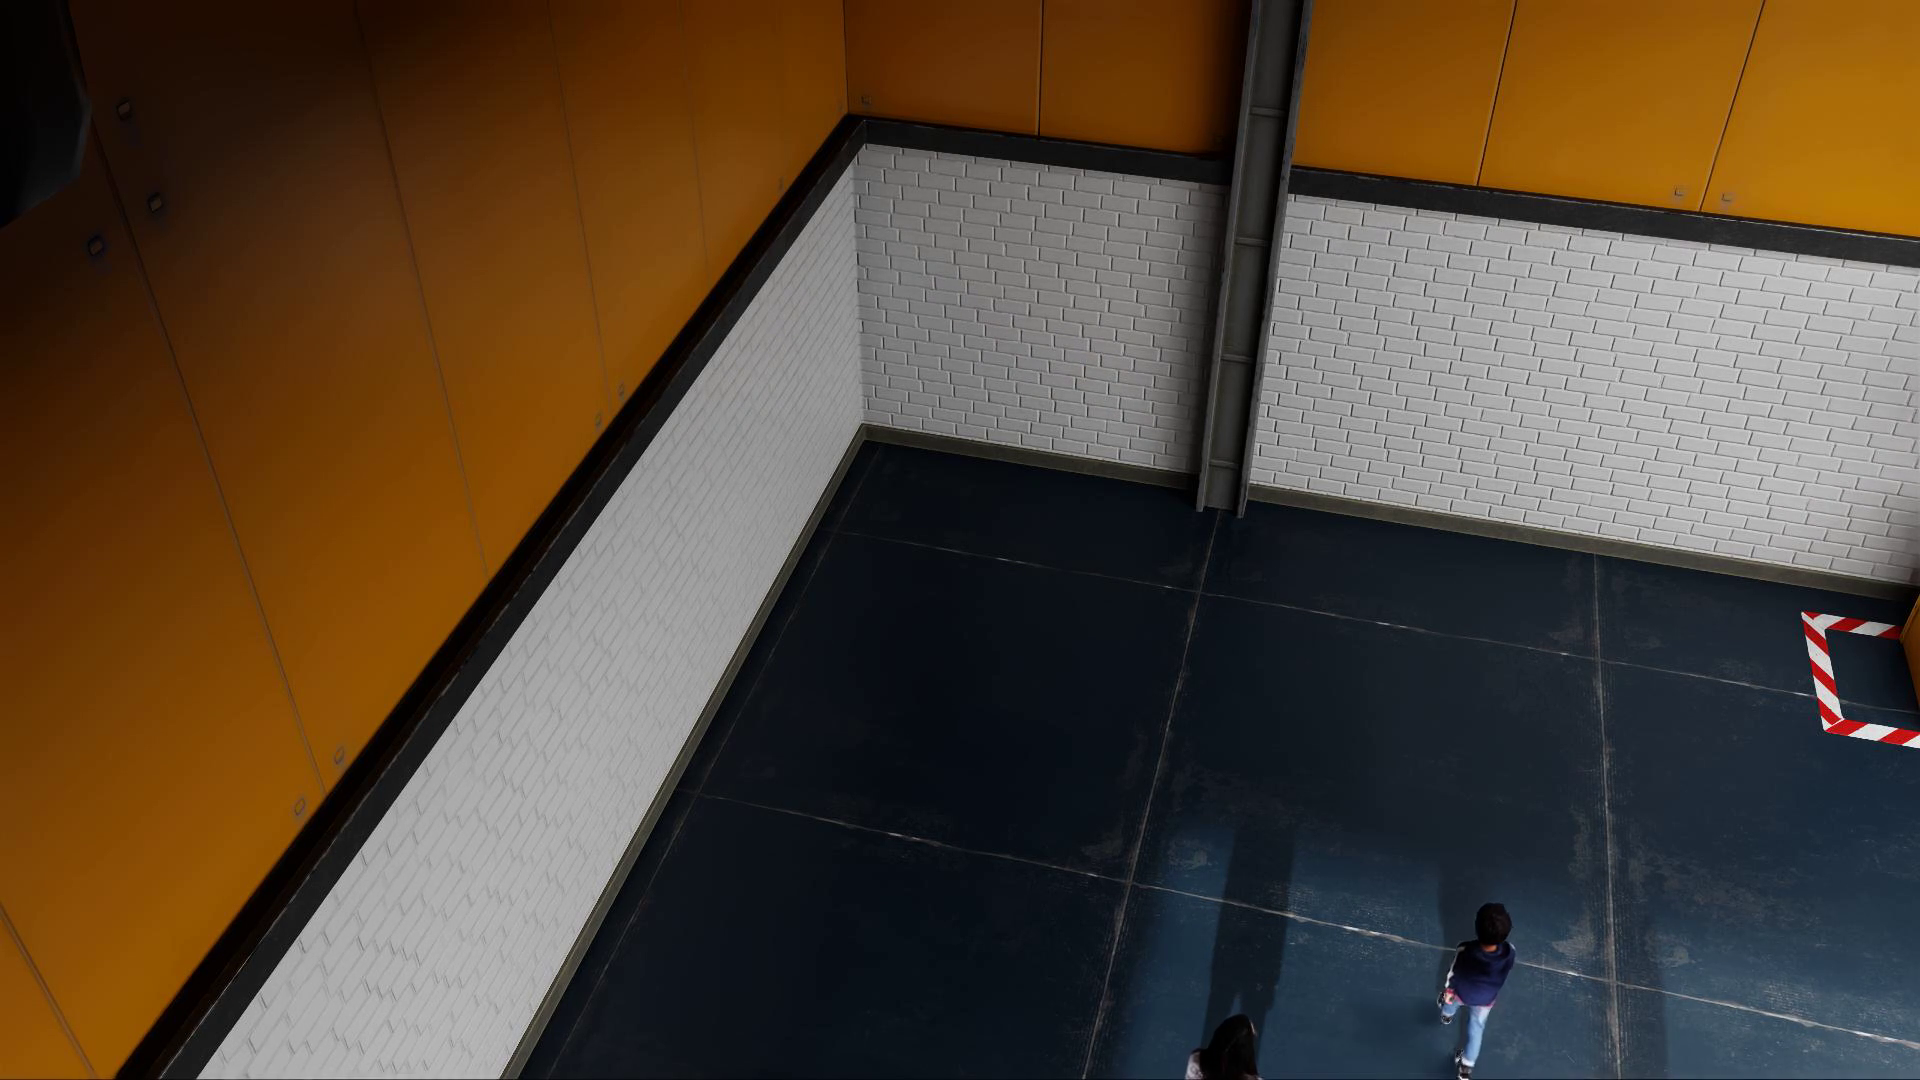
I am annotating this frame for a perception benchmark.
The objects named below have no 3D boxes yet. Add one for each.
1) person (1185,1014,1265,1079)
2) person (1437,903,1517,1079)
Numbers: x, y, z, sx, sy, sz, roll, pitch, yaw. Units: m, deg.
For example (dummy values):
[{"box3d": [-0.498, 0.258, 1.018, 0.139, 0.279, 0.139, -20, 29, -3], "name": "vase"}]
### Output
[{"box3d": [1.297, 2.994, 8.401, 0.574, 1.729, 0.725, 22, 44, 25], "name": "person"}, {"box3d": [2.923, 2.563, 9.371, 0.770, 1.191, 0.617, 5, 39, 6], "name": "person"}]
